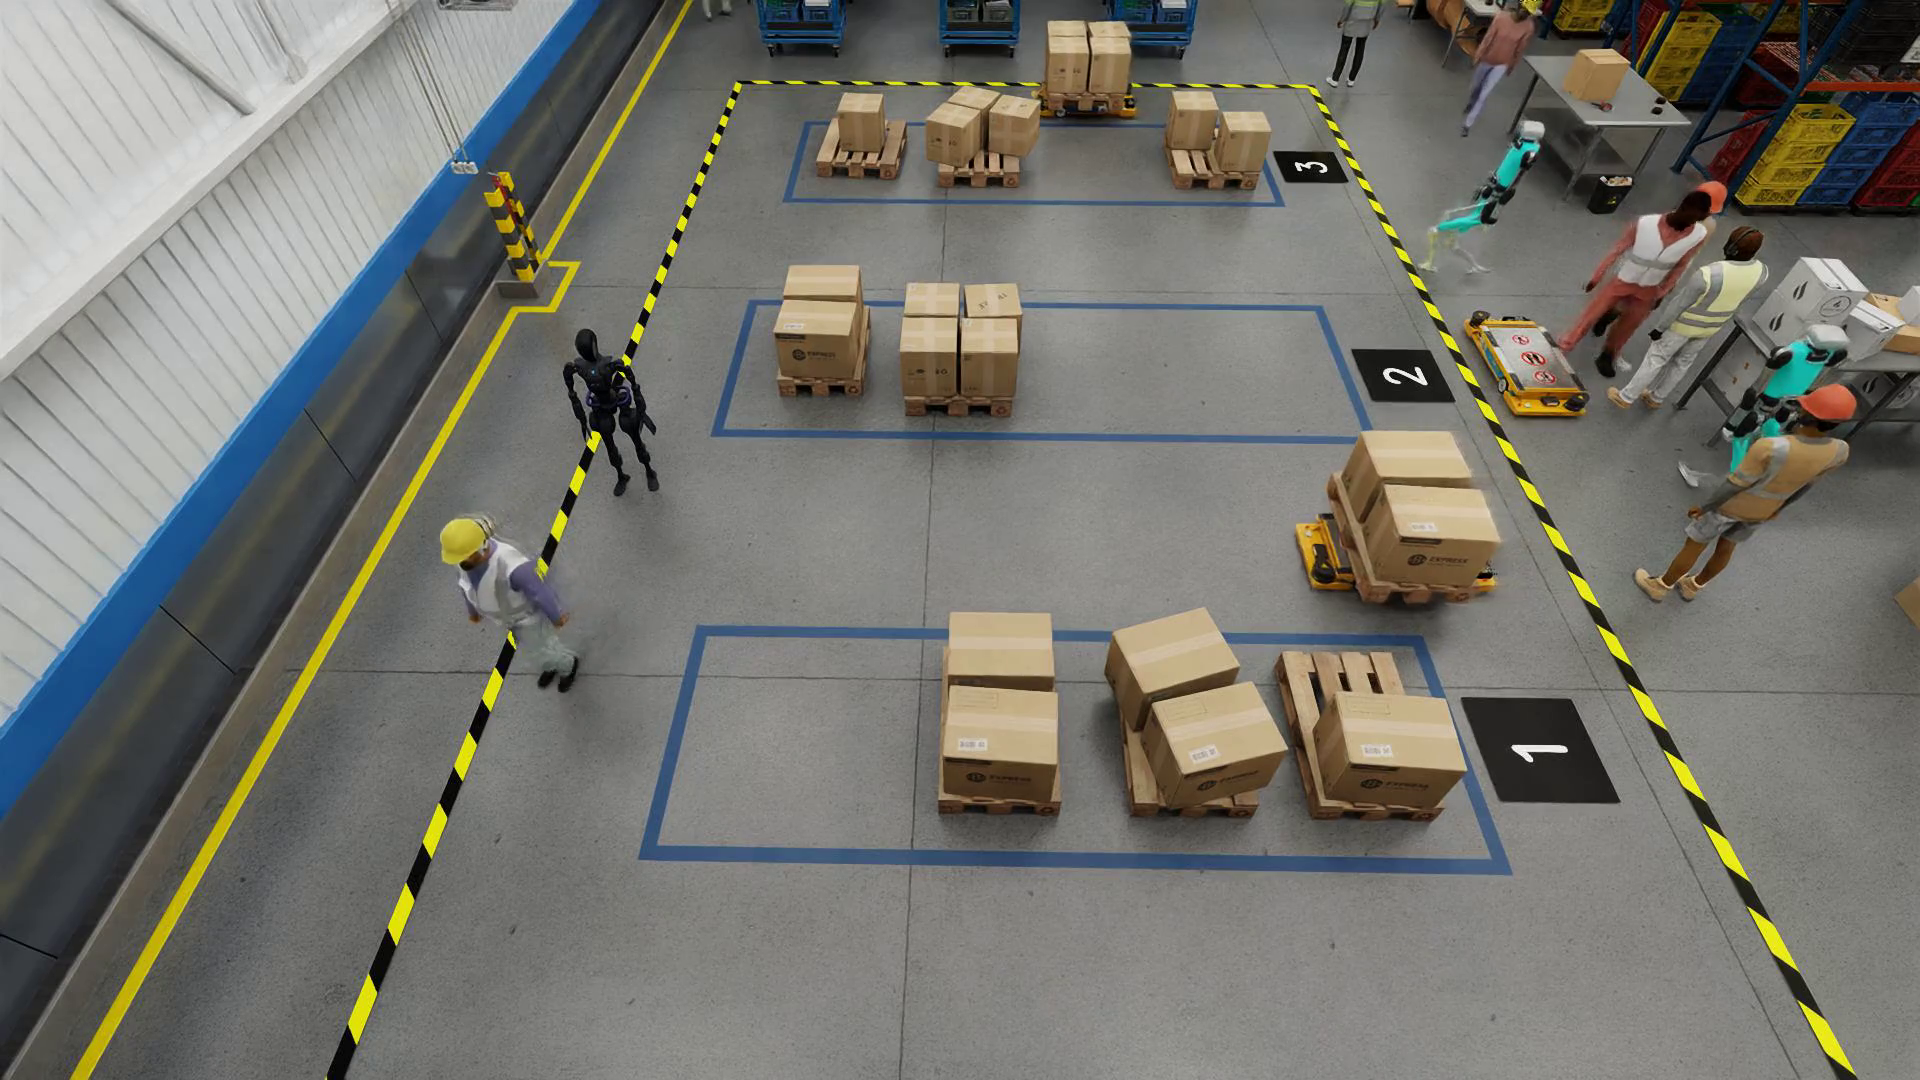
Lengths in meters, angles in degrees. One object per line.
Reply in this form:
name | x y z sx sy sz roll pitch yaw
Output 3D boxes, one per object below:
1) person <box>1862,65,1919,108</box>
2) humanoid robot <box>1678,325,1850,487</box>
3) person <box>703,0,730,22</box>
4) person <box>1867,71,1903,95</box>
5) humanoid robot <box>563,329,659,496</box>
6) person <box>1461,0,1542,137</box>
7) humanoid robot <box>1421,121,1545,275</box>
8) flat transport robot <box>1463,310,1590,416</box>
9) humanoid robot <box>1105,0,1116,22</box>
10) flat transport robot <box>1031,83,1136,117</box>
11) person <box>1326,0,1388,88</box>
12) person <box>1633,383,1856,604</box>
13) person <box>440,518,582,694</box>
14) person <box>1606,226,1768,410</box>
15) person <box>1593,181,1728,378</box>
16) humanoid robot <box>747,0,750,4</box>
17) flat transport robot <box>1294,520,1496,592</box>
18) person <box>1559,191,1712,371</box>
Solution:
person | 12.966 -6.679 12.266 0.509 1.860 0.344 12 50 11
humanoid robot | 6.478 -0.784 7.269 0.541 1.762 1.029 -2 49 -2
person | -4.002 -9.246 14.512 0.587 1.817 0.450 -18 52 -15
person | 13.262 -7.095 12.698 0.294 1.744 0.486 12 50 10
humanoid robot | -2.819 -1.023 7.475 0.599 1.659 0.315 -6 49 -5
person | 7.023 -6.273 11.999 0.552 1.713 0.746 23 53 19
humanoid robot | 5.350 -3.531 9.588 0.774 1.723 0.534 8 50 7
flat transport robot | 5.573 -1.757 9.054 0.659 0.231 1.431 1 49 1
humanoid robot | 2.485 -8.881 14.286 0.343 1.655 0.584 -5 49 -4
flat transport robot | 1.723 -6.207 12.887 1.431 0.197 0.652 1 49 1
person | 5.606 -7.341 12.840 0.598 1.850 0.387 0 49 0
person | 5.637 -0.283 6.607 0.614 2.039 0.384 0 49 0
person | -2.983 0.461 6.111 0.611 1.812 0.437 22 53 18
person | 6.493 -1.923 8.165 0.622 1.837 0.429 -3 49 -3
person | 6.493 -2.510 8.617 0.551 1.914 0.744 3 49 3
humanoid robot | -3.692 -9.776 15.067 0.589 1.637 0.588 30 56 24
flat transport robot | 3.522 0.093 7.434 1.431 0.197 0.652 1 49 1
person | 6.287 -2.410 8.555 0.879 1.884 0.409 12 50 10
